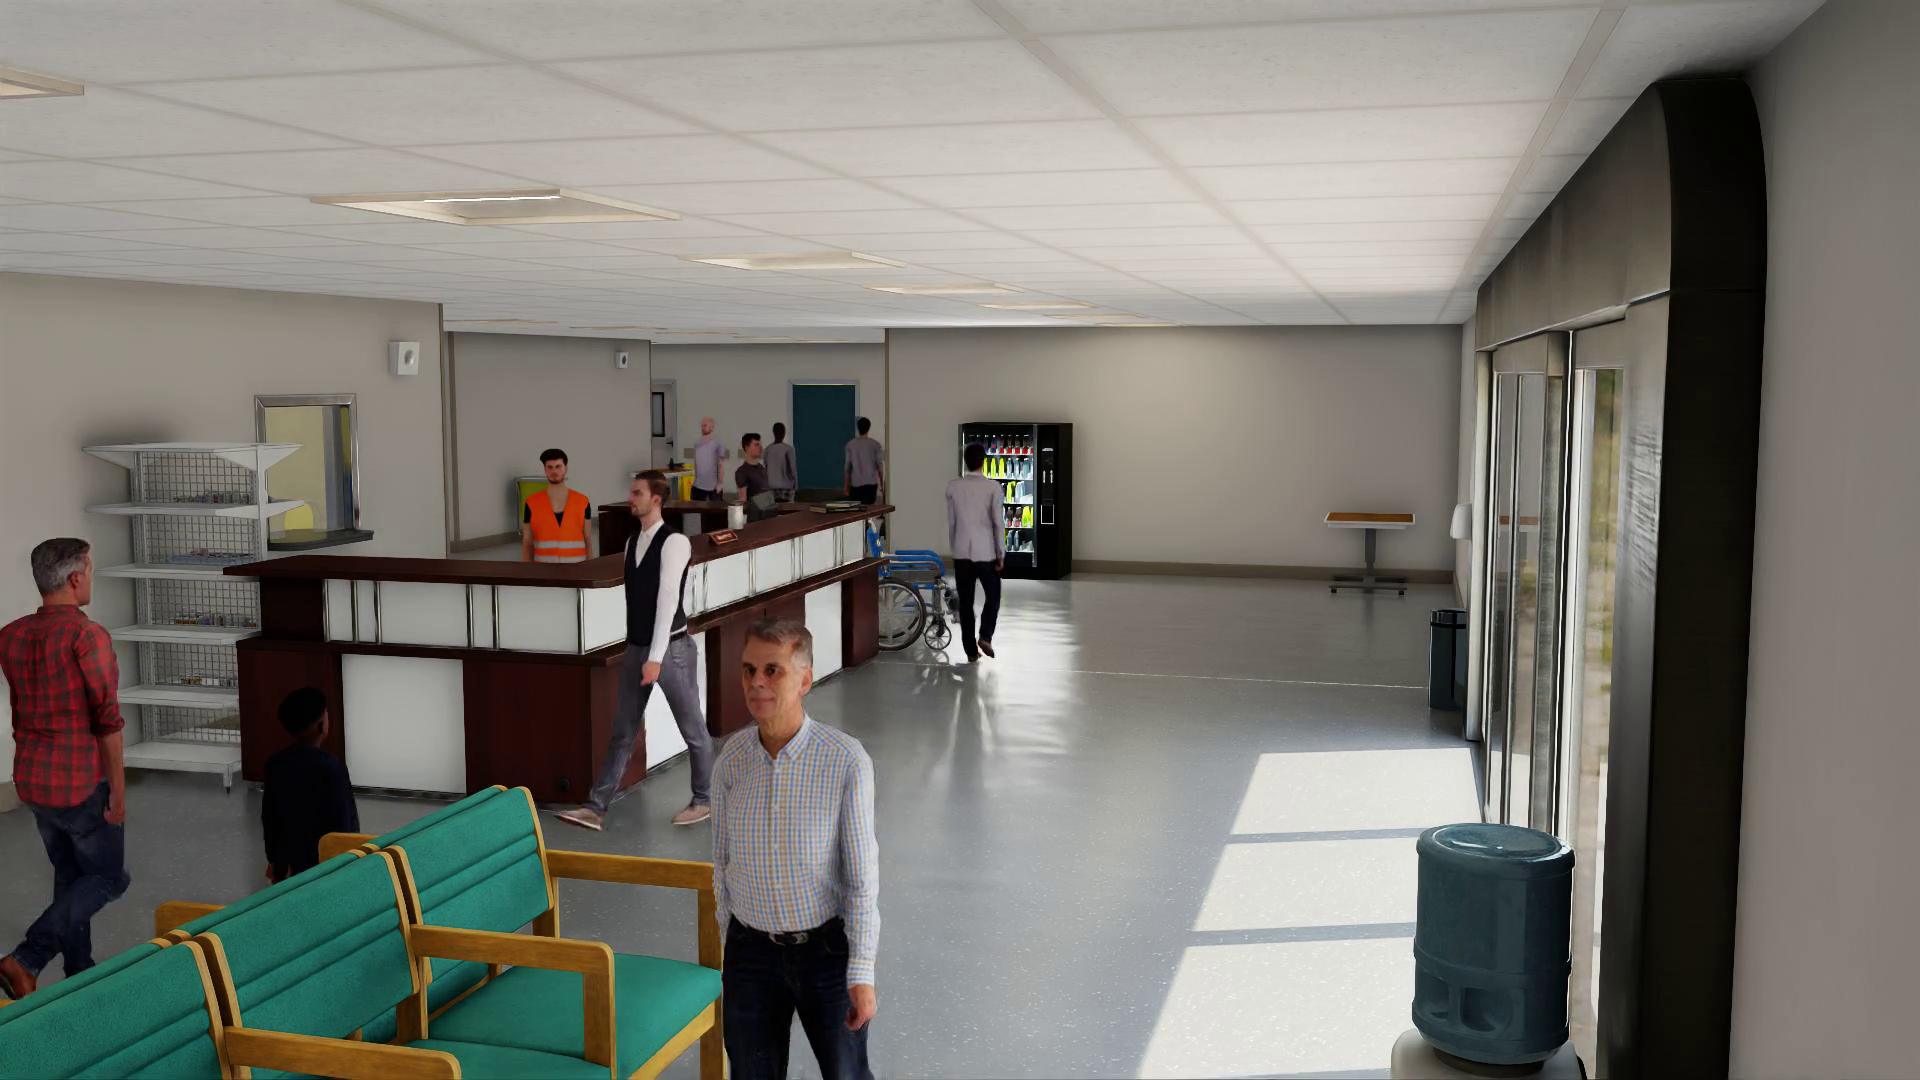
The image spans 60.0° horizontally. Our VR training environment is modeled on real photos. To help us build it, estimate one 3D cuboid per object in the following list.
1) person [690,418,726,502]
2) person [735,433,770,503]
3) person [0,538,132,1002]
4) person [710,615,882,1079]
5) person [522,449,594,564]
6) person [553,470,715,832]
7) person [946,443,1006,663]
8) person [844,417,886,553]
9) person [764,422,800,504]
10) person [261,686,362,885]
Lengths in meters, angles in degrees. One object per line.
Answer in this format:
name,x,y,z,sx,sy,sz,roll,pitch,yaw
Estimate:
person,-3.387,-0.764,22.799,0.690,1.824,0.826,3,6,27
person,-2.116,-0.131,16.473,0.937,1.830,0.668,2,6,18
person,-3.380,0.916,6.167,0.891,1.810,0.811,3,6,23
person,-0.396,1.097,4.480,1.103,1.787,0.734,1,6,11
person,-2.972,0.260,12.313,0.757,1.884,0.859,-2,6,-17
person,-1.514,0.603,8.845,1.225,1.896,1.065,5,8,40
person,0.097,0.120,13.932,0.625,1.838,0.742,2,6,15
person,-1.310,-0.708,22.358,1.085,1.799,0.746,1,6,12
person,-2.451,-0.677,22.361,1.121,1.737,0.833,3,6,27
person,-2.455,1.190,6.186,0.590,1.261,0.574,2,6,16
